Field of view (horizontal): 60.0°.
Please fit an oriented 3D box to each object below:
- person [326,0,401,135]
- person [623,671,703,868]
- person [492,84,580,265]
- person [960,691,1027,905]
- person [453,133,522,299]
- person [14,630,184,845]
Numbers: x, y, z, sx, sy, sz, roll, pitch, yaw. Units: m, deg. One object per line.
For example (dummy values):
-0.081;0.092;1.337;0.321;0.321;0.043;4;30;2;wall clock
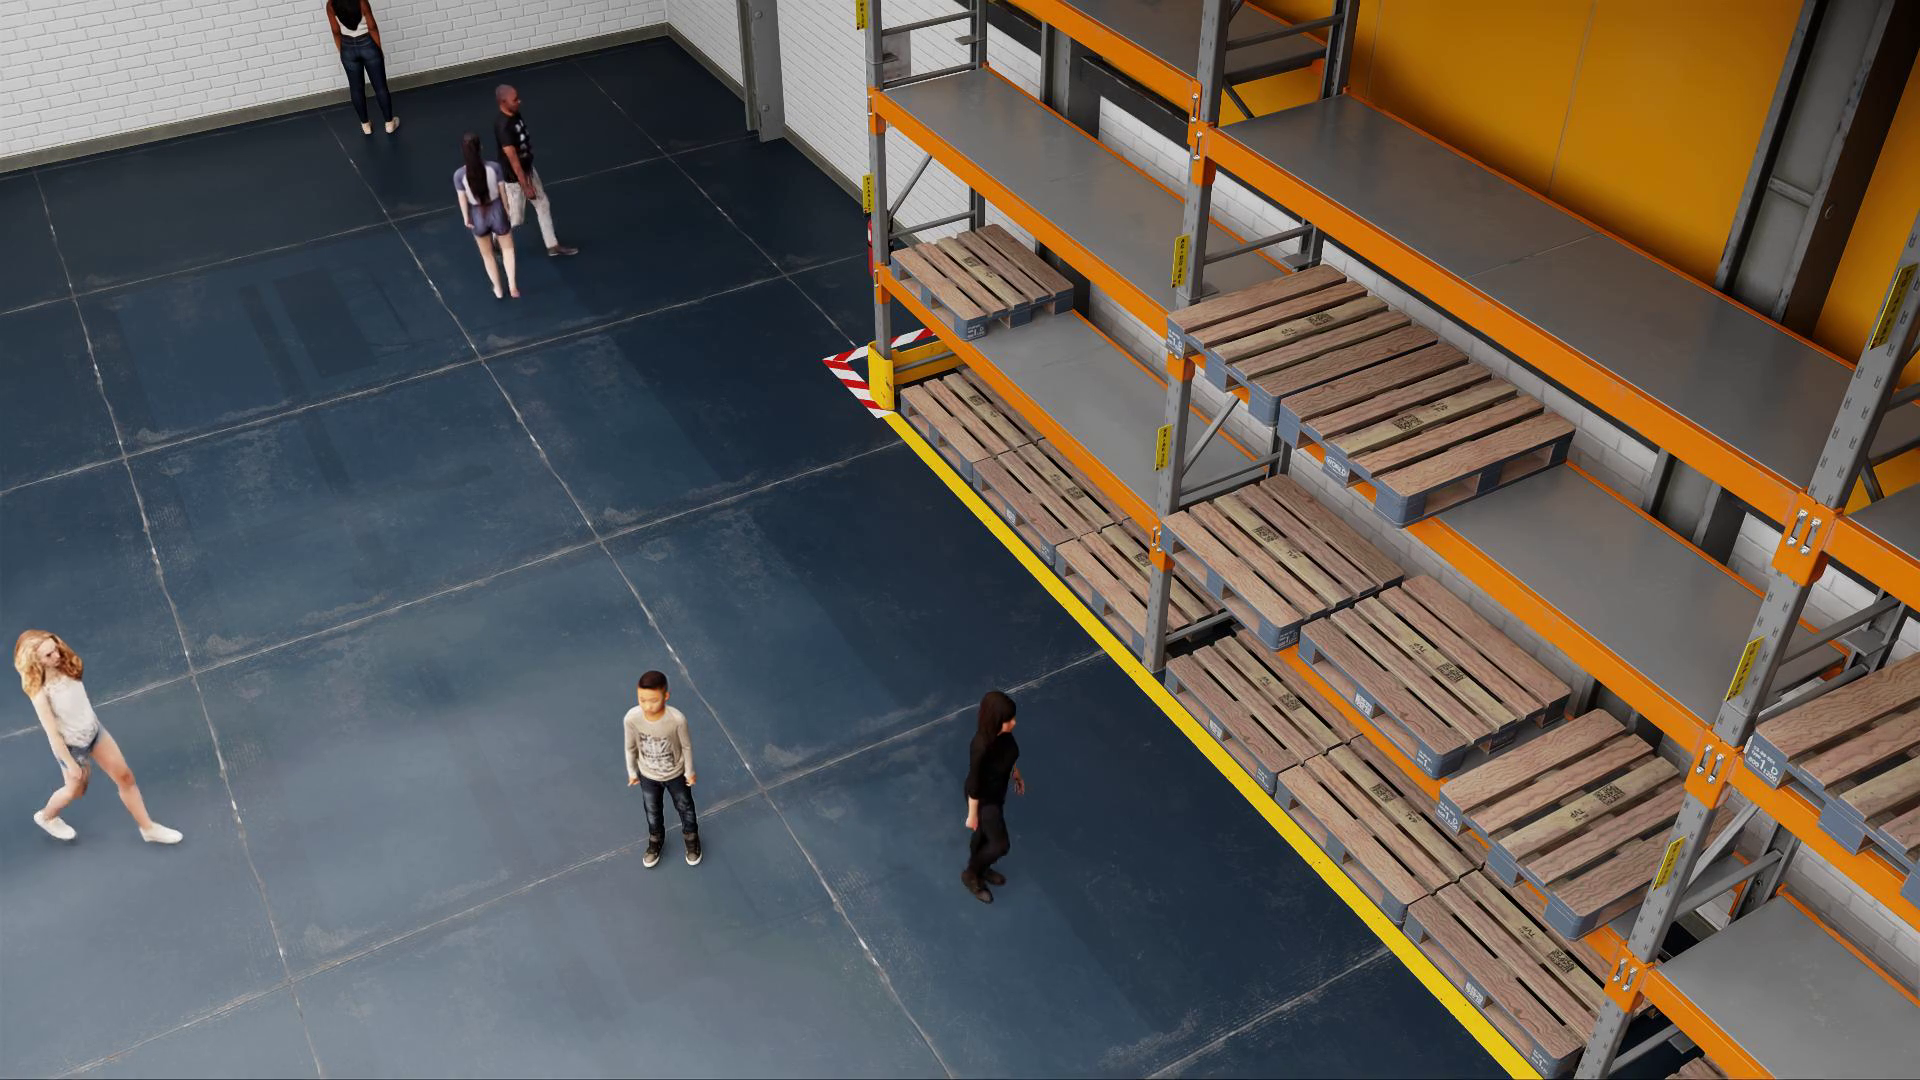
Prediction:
-6.488;-5.287;17.999;0.732;1.809;0.739;-4;39;-4;person
-1.776;1.358;9.956;0.632;1.464;0.642;-1;39;-1;person
-4.246;-3.424;15.690;1.105;1.781;1.163;1;39;1;person
0.092;1.452;9.706;0.729;1.629;0.685;14;41;16;person
-4.272;-2.881;15.124;0.666;1.638;0.770;-13;40;-15;person
-5.354;1.221;9.920;1.065;1.723;1.129;4;39;5;person
